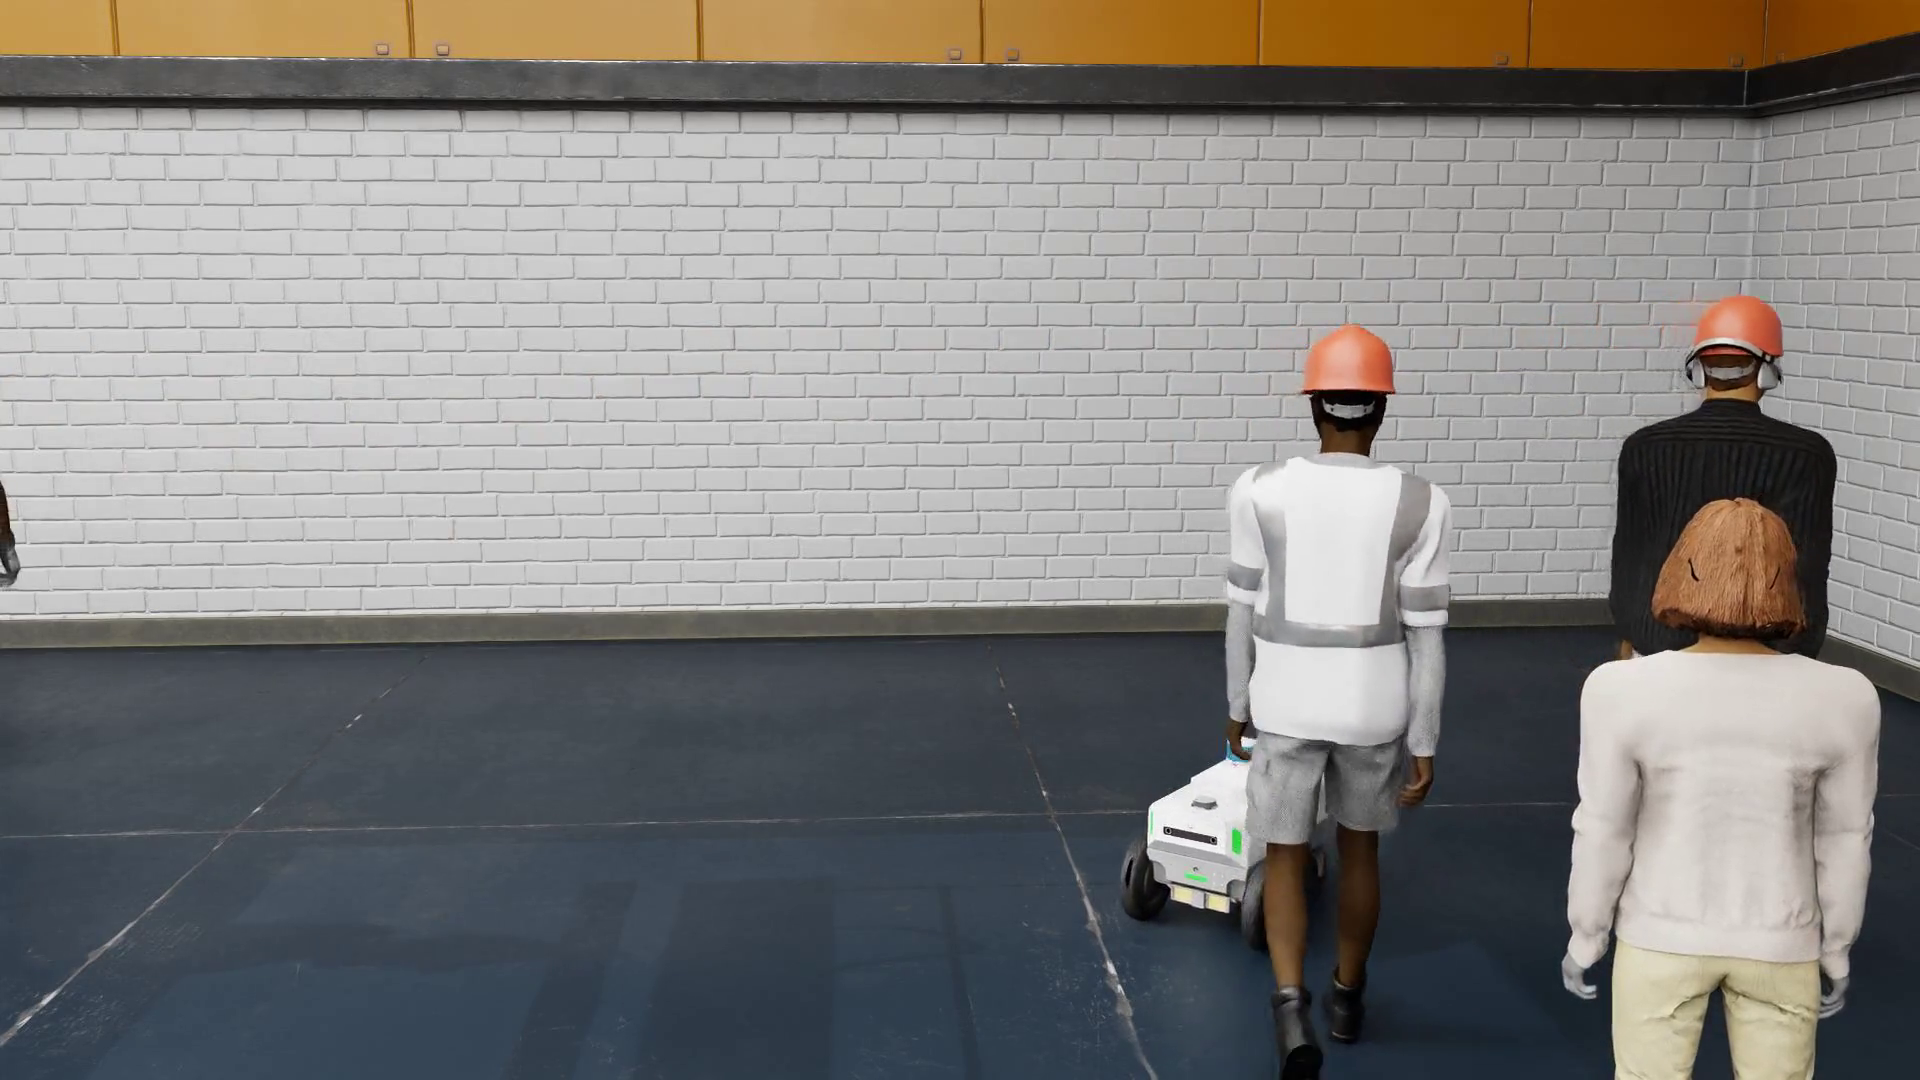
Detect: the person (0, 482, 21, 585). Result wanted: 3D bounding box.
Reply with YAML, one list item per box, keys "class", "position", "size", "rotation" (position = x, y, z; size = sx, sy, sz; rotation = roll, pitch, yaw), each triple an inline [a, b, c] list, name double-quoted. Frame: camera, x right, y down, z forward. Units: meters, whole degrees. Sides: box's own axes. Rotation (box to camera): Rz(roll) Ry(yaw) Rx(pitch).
- class: "person"
  position: [-4.231, 0.023, 6.885]
  size: [0.545, 1.832, 0.967]
  rotation: [-3, 9, -17]

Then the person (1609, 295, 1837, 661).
- class: "person"
  position: [2.209, 0.289, 4.809]
  size: [0.632, 1.956, 0.860]
  rotation: [9, 12, 43]

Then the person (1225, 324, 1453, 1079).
- class: "person"
  position: [0.916, 0.429, 4.102]
  size: [0.542, 1.910, 0.810]
  rotation: [2, 9, 11]

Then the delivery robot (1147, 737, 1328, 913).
- class: "delivery robot"
  position: [0.890, 0.869, 5.259]
  size: [0.477, 0.478, 0.707]
  rotation: [6, 11, 35]

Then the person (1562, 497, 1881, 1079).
- class: "person"
  position: [1.349, 0.738, 2.994]
  size: [0.498, 1.634, 0.283]
  rotation: [2, 9, 14]
